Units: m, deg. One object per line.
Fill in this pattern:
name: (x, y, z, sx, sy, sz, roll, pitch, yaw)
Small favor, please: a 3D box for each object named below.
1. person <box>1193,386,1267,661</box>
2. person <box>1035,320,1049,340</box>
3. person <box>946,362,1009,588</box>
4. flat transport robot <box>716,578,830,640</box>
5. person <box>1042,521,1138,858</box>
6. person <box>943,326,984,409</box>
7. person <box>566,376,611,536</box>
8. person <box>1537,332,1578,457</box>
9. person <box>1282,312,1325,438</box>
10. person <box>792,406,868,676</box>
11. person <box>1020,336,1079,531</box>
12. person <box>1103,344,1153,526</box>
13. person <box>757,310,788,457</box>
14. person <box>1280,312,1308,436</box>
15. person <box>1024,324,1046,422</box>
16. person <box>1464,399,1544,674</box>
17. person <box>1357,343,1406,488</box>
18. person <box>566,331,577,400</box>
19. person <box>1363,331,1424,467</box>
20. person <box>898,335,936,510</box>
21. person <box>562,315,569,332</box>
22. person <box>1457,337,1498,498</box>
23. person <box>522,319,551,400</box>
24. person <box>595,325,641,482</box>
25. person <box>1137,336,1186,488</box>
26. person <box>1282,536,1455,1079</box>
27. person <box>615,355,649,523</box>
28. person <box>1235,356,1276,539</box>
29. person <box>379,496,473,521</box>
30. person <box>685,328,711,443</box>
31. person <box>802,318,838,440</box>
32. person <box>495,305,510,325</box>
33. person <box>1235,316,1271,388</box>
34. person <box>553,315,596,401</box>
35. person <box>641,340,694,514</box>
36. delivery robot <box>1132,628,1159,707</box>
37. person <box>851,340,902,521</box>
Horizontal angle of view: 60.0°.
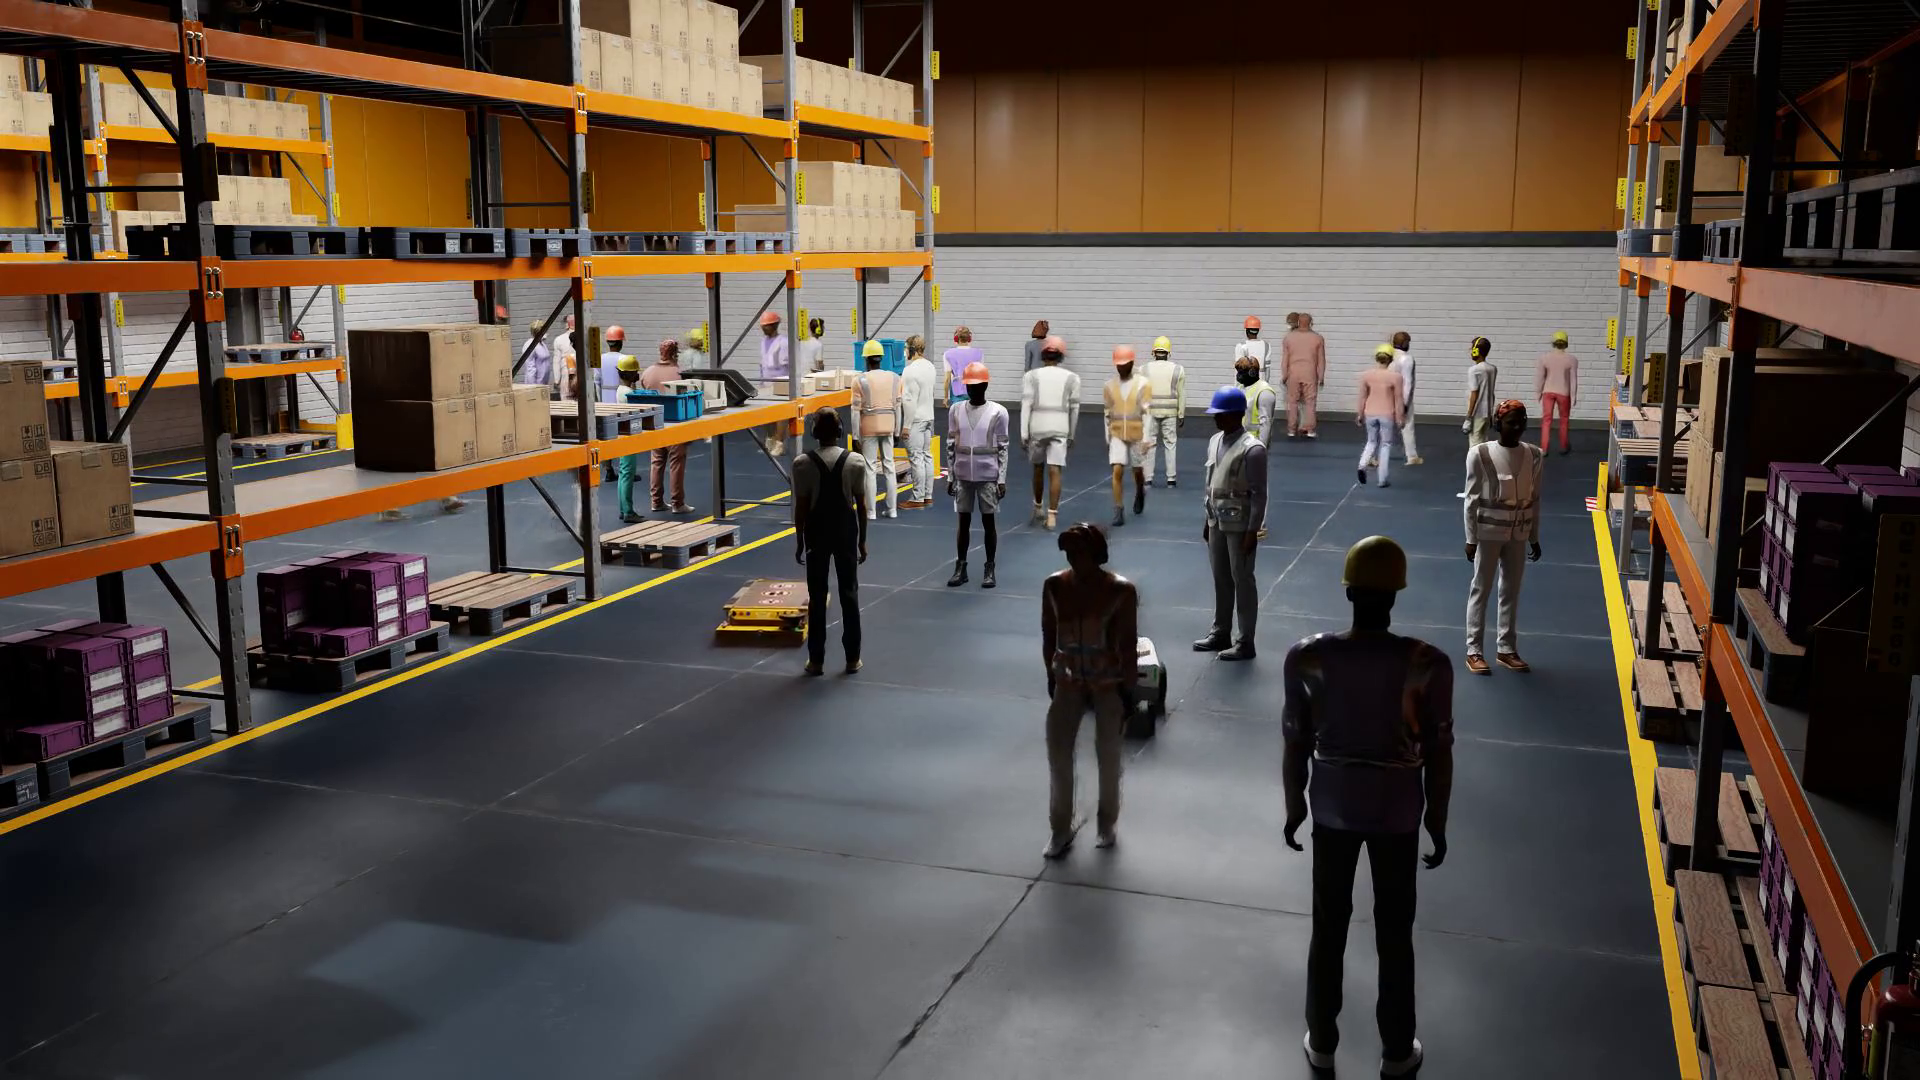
person: (1.913, -0.122, 11.778, 0.407, 1.942, 0.615, -5, 11, -26)
person: (1.395, -2.948, 28.552, 0.308, 1.639, 0.524, -1, 10, -7)
person: (0.139, -0.552, 14.216, 0.543, 1.939, 0.360, 3, 10, 15)
flat transport robot: (-1.424, 0.522, 12.865, 0.652, 0.197, 1.431, 1, 10, 3)
person: (0.609, 0.722, 7.954, 0.530, 1.616, 0.620, 4, 11, 22)
person: (0.047, -1.924, 22.202, 0.565, 1.845, 0.375, -3, 11, -18)
person: (-3.771, -0.866, 16.891, 0.537, 1.613, 0.682, 4, 11, 21)
person: (8.314, -2.030, 23.131, 0.547, 1.716, 0.821, 6, 12, 29)
person: (5.220, -2.498, 25.266, 0.651, 1.905, 0.403, 4, 11, 19)
person: (-0.882, 0.009, 11.324, 0.508, 1.845, 0.345, -2, 10, -10)
person: (0.930, -1.135, 17.375, 0.612, 1.973, 1.064, 0, 10, 1)
person: (1.781, -1.124, 17.548, 0.536, 1.906, 0.824, 3, 11, 17)
person: (-2.587, -2.156, 22.983, 0.632, 2.035, 0.421, 9, 13, 41)
person: (5.168, -2.533, 25.462, 0.505, 1.910, 0.644, -3, 11, -18)
person: (1.299, -2.738, 27.386, 0.507, 1.632, 0.273, -3, 10, -15)
person: (3.718, -0.022, 11.390, 0.576, 1.882, 0.355, -3, 10, -14)
person: (5.070, -1.494, 20.058, 0.543, 1.750, 0.443, 8, 13, 39)
person: (-5.469, -2.162, 23.976, 0.323, 1.690, 0.536, 6, 12, 29)
person: (5.729, -1.857, 21.996, 0.987, 1.798, 0.629, -5, 11, -28)
person: (-0.479, -1.299, 18.422, 0.361, 1.939, 0.635, 4, 11, 22)
person: (-6.043, -2.619, 26.145, 0.522, 1.844, 0.821, 1, 10, 6)
person: (5.991, -1.406, 19.235, 0.514, 1.866, 0.327, -8, 13, -39)
person: (-5.672, -2.006, 22.413, 0.372, 1.938, 0.630, 0, 10, 2)
person: (-4.222, -1.672, 20.513, 0.544, 1.943, 0.347, 3, 11, 18)
person: (2.414, -1.533, 20.038, 0.603, 1.830, 0.404, 1, 10, 5)
person: (1.420, 0.940, 5.842, 0.584, 1.929, 0.371, 3, 11, 18)
person: (-3.485, -1.064, 17.586, 0.308, 1.769, 0.524, -3, 11, -19)
person: (2.893, -0.924, 16.632, 0.430, 1.833, 0.634, -4, 11, -21)
person: (-5.776, -1.182, 17.751, 1.035, 1.946, 0.640, -6, 12, -32)
person: (-3.931, -2.292, 24.641, 0.790, 1.717, 0.485, 7, 12, 33)
person: (-2.168, -2.377, 24.722, 0.662, 1.854, 0.570, -8, 13, -38)
person: (-7.365, -2.725, 26.341, 0.563, 1.978, 0.647, 1, 10, 3)
person: (4.072, -2.160, 23.271, 0.544, 1.939, 0.354, -3, 11, -18)
person: (-5.709, -2.381, 24.653, 0.648, 1.898, 0.398, -5, 11, -25)
person: (-3.169, -1.239, 18.216, 0.636, 1.900, 0.402, 5, 11, 24)
delivery robot: (1.050, 0.781, 10.340, 0.477, 0.478, 0.707, 0, 10, 3)
person: (-0.905, -1.167, 17.747, 0.589, 1.918, 0.400, -6, 11, -28)
